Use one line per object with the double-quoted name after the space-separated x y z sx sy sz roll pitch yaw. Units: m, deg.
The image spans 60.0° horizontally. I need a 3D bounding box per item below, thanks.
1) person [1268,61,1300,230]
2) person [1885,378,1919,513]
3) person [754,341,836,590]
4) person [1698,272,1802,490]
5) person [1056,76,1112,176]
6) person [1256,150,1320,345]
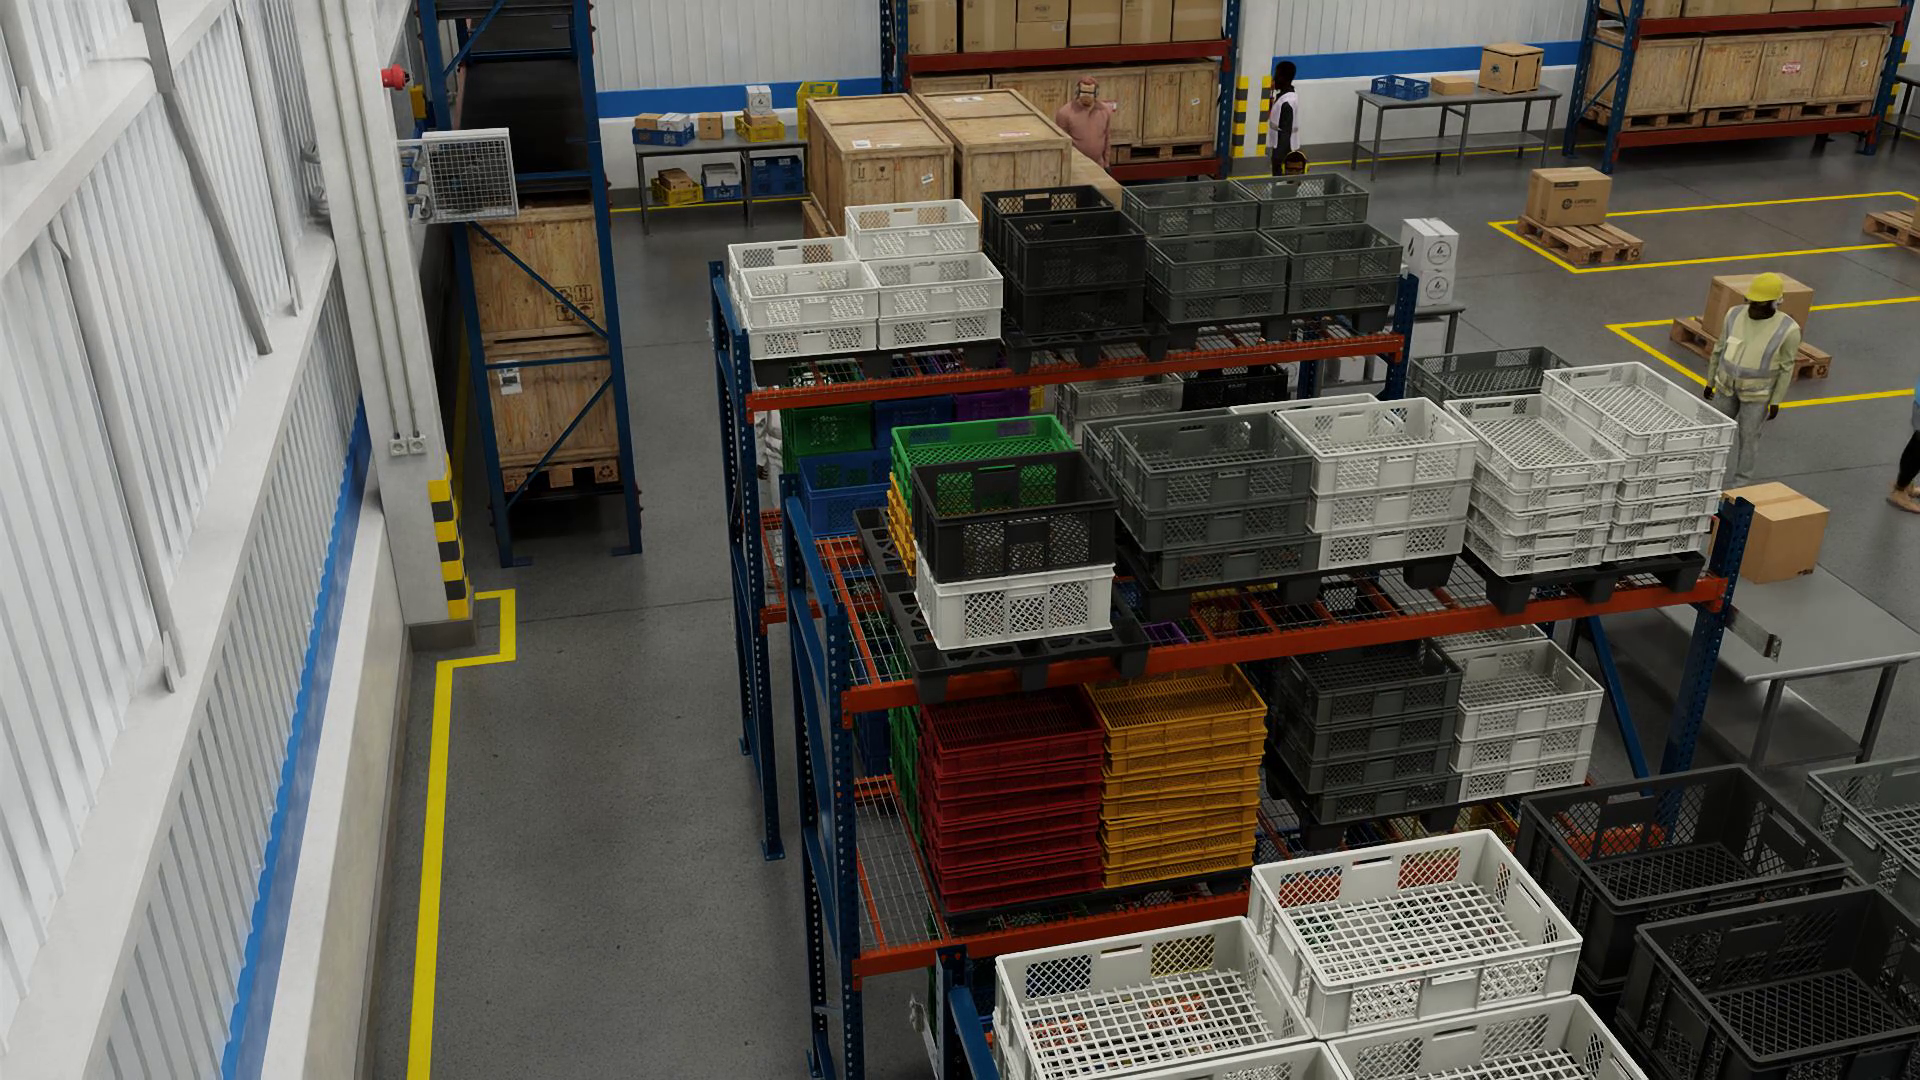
3.587 -4.370 18.552 0.392 1.922 0.592 4 28 7 "person"
7.313 -1.046 12.492 0.366 1.691 0.587 9 29 16 "person"
-1.124 -0.546 11.336 0.575 1.883 0.355 5 28 9 "person"
5.901 -1.144 12.527 0.404 1.827 0.601 -22 35 -35 "person"
1.344 -4.034 17.939 0.644 1.899 0.399 -9 29 -17 "person"
3.034 -2.678 15.400 0.532 1.865 0.315 4 28 7 "person"
